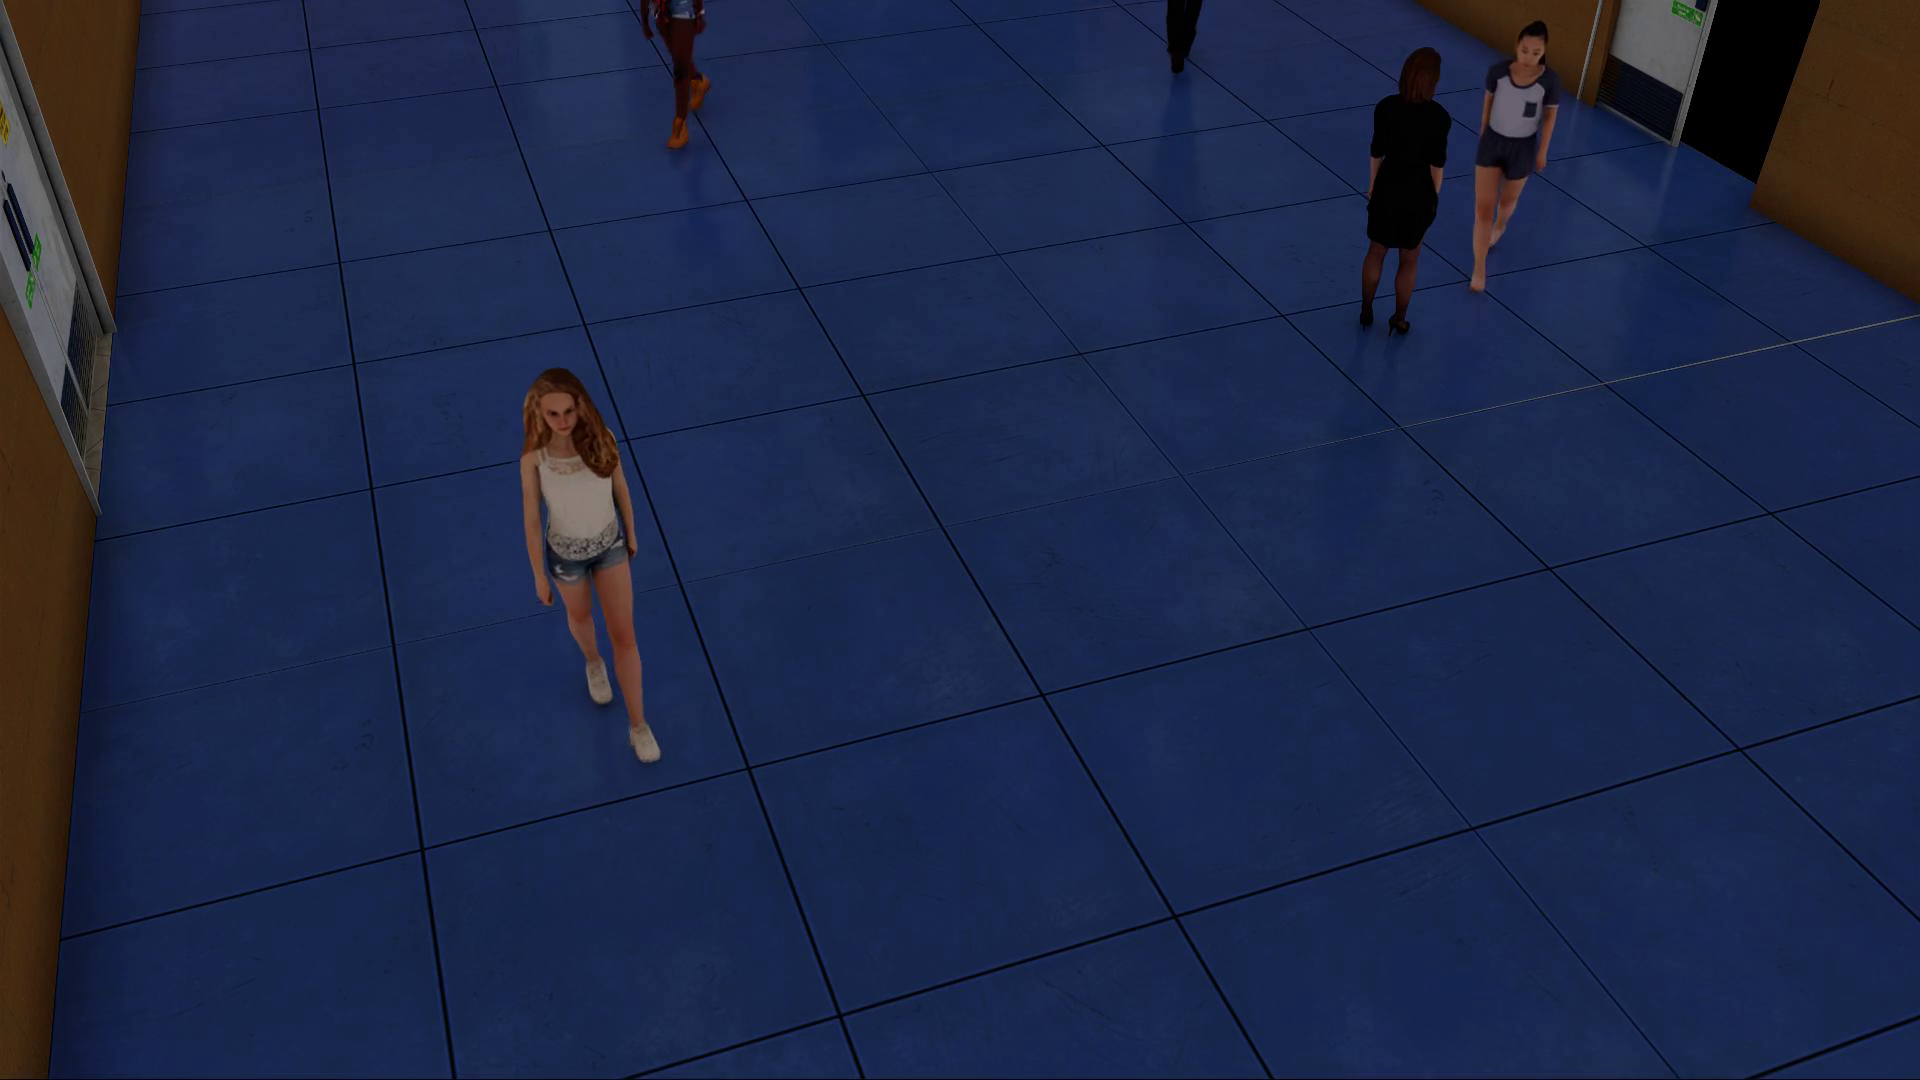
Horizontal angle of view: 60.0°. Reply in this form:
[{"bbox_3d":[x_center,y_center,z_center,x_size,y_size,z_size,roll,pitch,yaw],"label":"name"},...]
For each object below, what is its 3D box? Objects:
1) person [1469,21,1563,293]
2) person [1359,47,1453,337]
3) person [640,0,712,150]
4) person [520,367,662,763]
[{"bbox_3d":[3.326,-2.379,10.114,1.081,1.585,1.101,15,39,19],"label":"person"},{"bbox_3d":[2.507,-1.952,9.430,0.658,1.706,0.689,21,42,26],"label":"person"},{"bbox_3d":[-1.987,-3.728,11.828,1.179,1.686,1.115,10,38,14],"label":"person"},{"bbox_3d":[-1.553,0.011,6.808,0.951,1.732,0.671,-14,39,-18],"label":"person"}]
